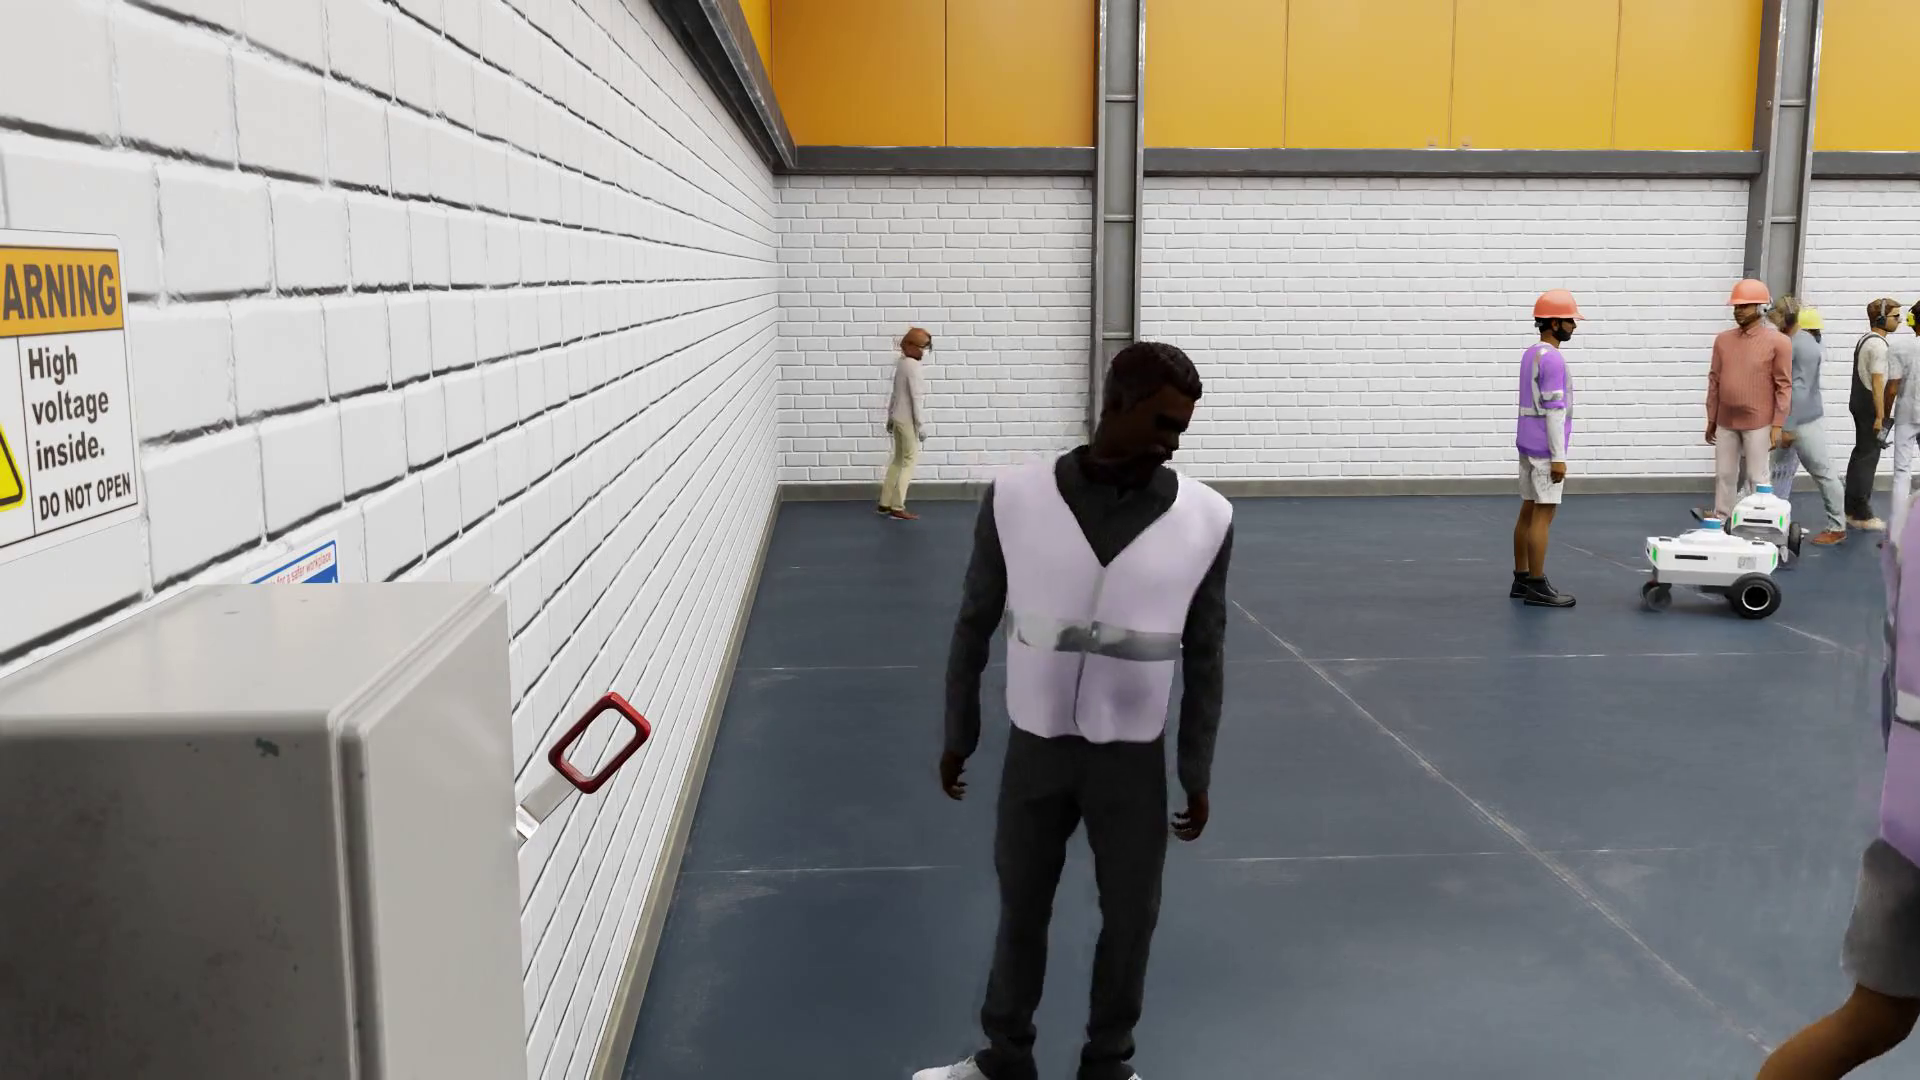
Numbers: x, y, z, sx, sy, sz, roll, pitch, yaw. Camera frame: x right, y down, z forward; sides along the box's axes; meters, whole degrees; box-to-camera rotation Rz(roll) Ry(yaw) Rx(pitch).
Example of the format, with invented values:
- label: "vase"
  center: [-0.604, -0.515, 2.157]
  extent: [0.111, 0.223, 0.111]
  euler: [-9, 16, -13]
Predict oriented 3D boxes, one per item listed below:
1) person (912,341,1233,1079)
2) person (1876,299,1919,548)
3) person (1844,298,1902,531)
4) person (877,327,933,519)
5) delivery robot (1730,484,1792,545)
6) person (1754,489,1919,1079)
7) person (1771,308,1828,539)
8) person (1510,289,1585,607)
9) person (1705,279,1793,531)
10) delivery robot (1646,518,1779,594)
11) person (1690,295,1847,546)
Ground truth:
- label: "person"
  center: [0.240, 0.475, 3.911]
  extent: [0.758, 1.882, 0.367]
  euler: [1, 9, 4]
- label: "person"
  center: [6.991, -0.839, 12.163]
  extent: [0.514, 1.871, 0.327]
  euler: [1, 9, 9]
- label: "person"
  center: [7.263, -0.997, 13.226]
  extent: [0.335, 1.845, 0.513]
  euler: [3, 9, 16]
- label: "person"
  center: [-0.443, -0.964, 13.796]
  extent: [0.417, 1.596, 0.584]
  euler: [-3, 10, -18]
- label: "delivery robot"
  center: [5.614, -0.149, 11.649]
  extent: [0.477, 0.478, 0.707]
  euler: [5, 10, 29]
- label: "person"
  center: [1.839, 0.539, 3.121]
  extent: [1.012, 2.007, 0.624]
  euler: [-1, 9, -4]
- label: "person"
  center: [6.485, -0.902, 12.877]
  extent: [0.315, 1.770, 0.524]
  euler: [6, 11, 35]
- label: "person"
  center: [3.604, -0.562, 10.208]
  extent: [0.354, 1.939, 0.544]
  euler: [0, 9, 1]
- label: "person"
  center: [5.570, -0.847, 11.821]
  extent: [0.395, 1.994, 0.613]
  euler: [-5, 10, -30]
- label: "delivery robot"
  center: [4.511, 0.113, 10.006]
  extent: [0.707, 0.478, 0.477]
  euler: [3, 9, 17]
- label: "person"
  center: [6.143, -0.881, 12.420]
  extent: [1.135, 1.860, 0.673]
  euler: [0, 9, 2]
